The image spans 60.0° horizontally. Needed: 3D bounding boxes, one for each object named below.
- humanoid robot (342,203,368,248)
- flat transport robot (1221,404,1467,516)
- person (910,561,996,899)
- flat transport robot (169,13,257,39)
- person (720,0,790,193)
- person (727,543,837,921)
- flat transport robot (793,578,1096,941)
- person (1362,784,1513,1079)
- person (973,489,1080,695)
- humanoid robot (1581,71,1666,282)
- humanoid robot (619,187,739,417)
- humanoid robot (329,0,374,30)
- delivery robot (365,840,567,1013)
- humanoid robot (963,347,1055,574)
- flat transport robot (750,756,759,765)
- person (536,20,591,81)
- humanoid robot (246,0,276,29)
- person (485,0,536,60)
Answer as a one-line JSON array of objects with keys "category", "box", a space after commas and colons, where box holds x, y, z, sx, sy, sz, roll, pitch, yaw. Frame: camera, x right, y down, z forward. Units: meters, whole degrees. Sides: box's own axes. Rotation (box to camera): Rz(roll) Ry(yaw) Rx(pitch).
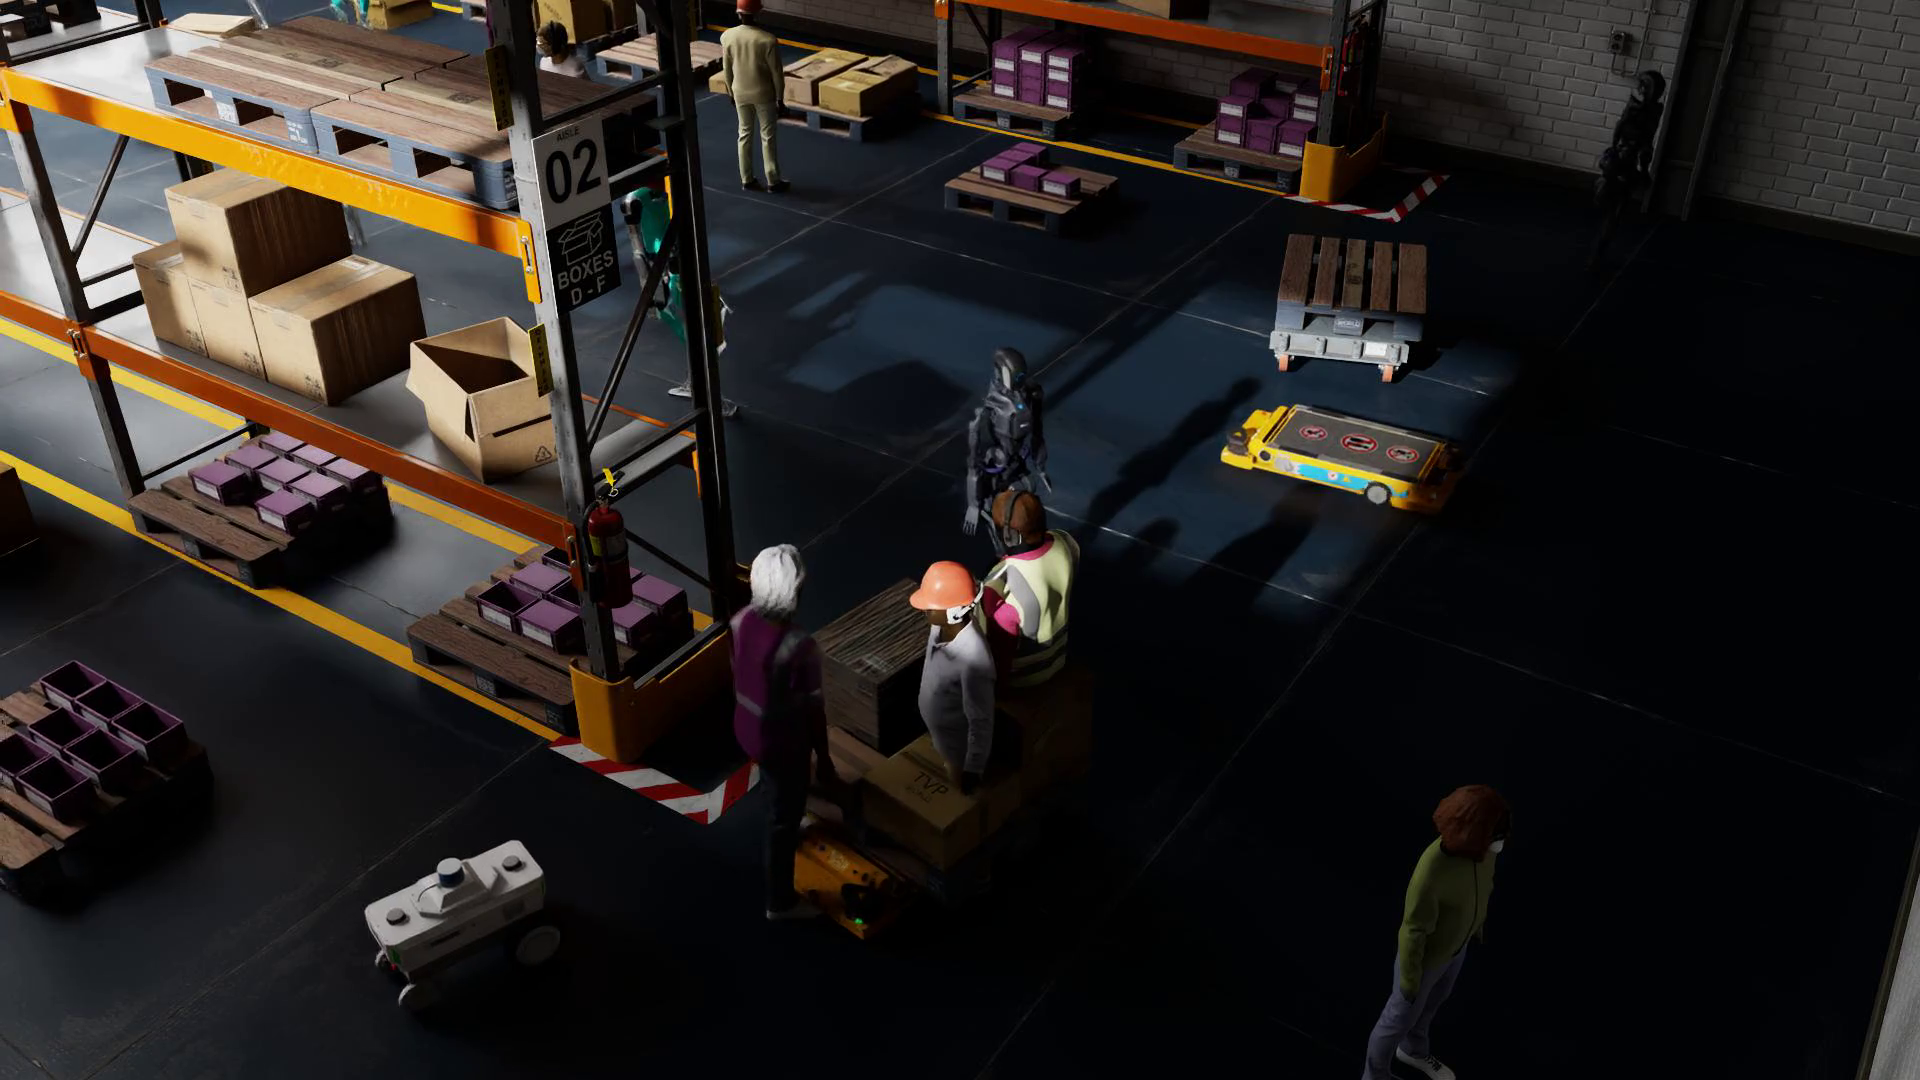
[{"category": "humanoid robot", "box": [-5.109, -3.194, 13.457, 0.543, 1.802, 0.767, -27, 41, -35]}, {"category": "flat transport robot", "box": [2.475, -0.545, 10.711, 1.431, 0.231, 0.659, 17, 37, 24]}, {"category": "person", "box": [-0.035, 0.831, 7.233, 0.340, 1.749, 0.567, -9, 34, -13]}, {"category": "flat transport robot", "box": [-7.390, -4.170, 16.283, 1.431, 0.231, 0.659, 6, 34, 9]}, {"category": "person", "box": [-1.777, -3.907, 14.512, 0.562, 1.755, 0.322, 10, 34, 15]}, {"category": "person", "box": [-0.747, 0.819, 7.197, 0.545, 1.828, 0.584, 28, 42, 36]}, {"category": "flat transport robot", "box": [-0.173, 1.295, 7.883, 0.659, 0.231, 1.431, 27, 42, 35]}, {"category": "person", "box": [1.806, 1.542, 6.260, 0.496, 1.627, 0.286, -27, 41, -35]}, {"category": "person", "box": [0.262, 0.566, 7.566, 0.429, 1.841, 0.624, 20, 38, 27]}, {"category": "humanoid robot", "box": [5.163, -2.857, 12.978, 0.609, 1.648, 0.379, -22, 39, -30]}, {"category": "humanoid robot", "box": [-1.764, -1.614, 11.096, 0.810, 1.878, 0.547, 10, 34, 15]}, {"category": "humanoid robot", "box": [-6.488, -5.905, 17.621, 0.893, 1.749, 0.548, 27, 42, 35]}, {"category": "delivery robot", "box": [-2.113, 1.612, 7.150, 0.792, 0.614, 0.499, -23, 39, -31]}, {"category": "humanoid robot", "box": [0.256, -0.315, 9.065, 0.616, 1.649, 0.311, -27, 42, -35]}, {"category": "flat transport robot", "box": [-0.387, 0.818, 8.617, 0.659, 0.231, 1.431, 20, 38, 27]}, {"category": "person", "box": [-3.083, -3.150, 13.189, 0.379, 1.937, 0.628, -25, 40, -33]}, {"category": "humanoid robot", "box": [-7.951, -6.511, 18.640, 0.540, 1.898, 0.756, -29, 43, -36]}, {"category": "person", "box": [-4.033, -4.386, 15.074, 0.491, 1.952, 0.422, 13, 35, 19]}]
